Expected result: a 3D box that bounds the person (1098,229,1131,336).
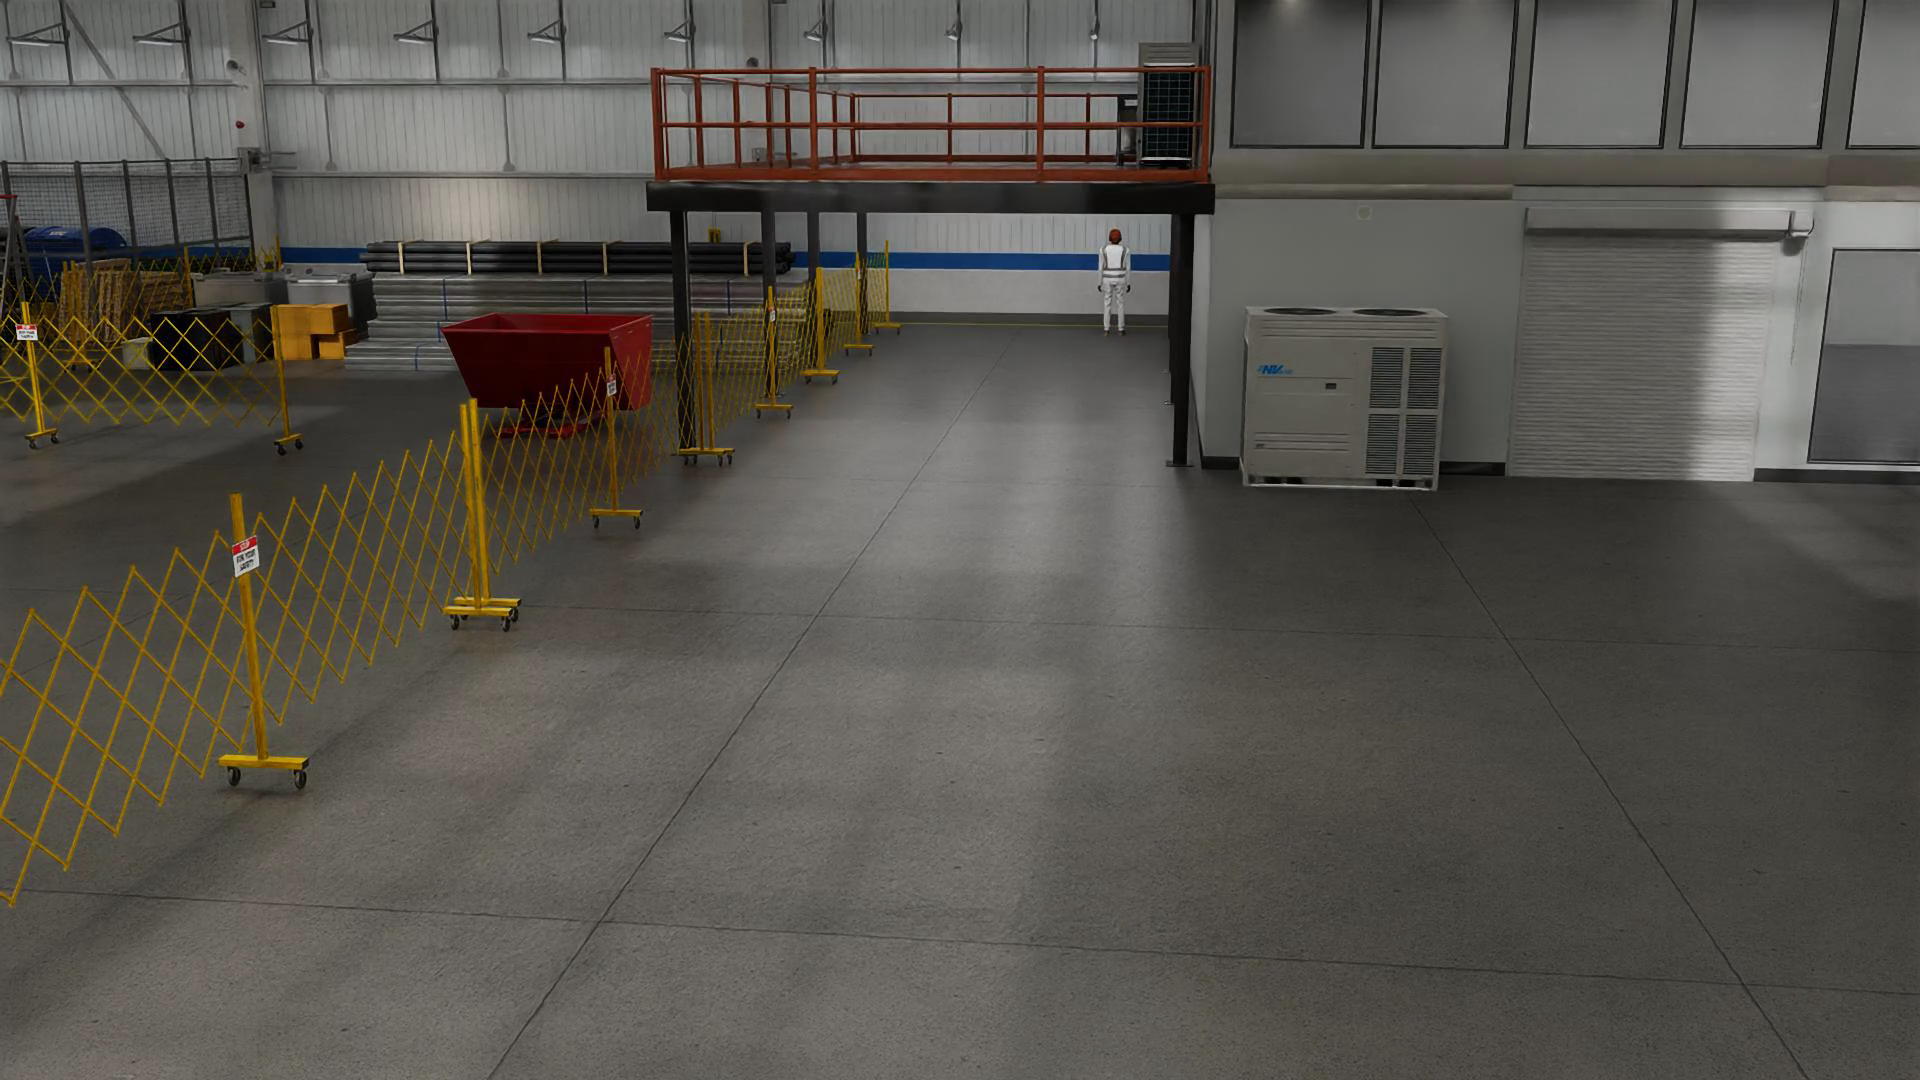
[{"bbox_3d":[2.743,-4.577,29.577,0.585,1.881,0.337,2,14,7],"label":"person"}]
